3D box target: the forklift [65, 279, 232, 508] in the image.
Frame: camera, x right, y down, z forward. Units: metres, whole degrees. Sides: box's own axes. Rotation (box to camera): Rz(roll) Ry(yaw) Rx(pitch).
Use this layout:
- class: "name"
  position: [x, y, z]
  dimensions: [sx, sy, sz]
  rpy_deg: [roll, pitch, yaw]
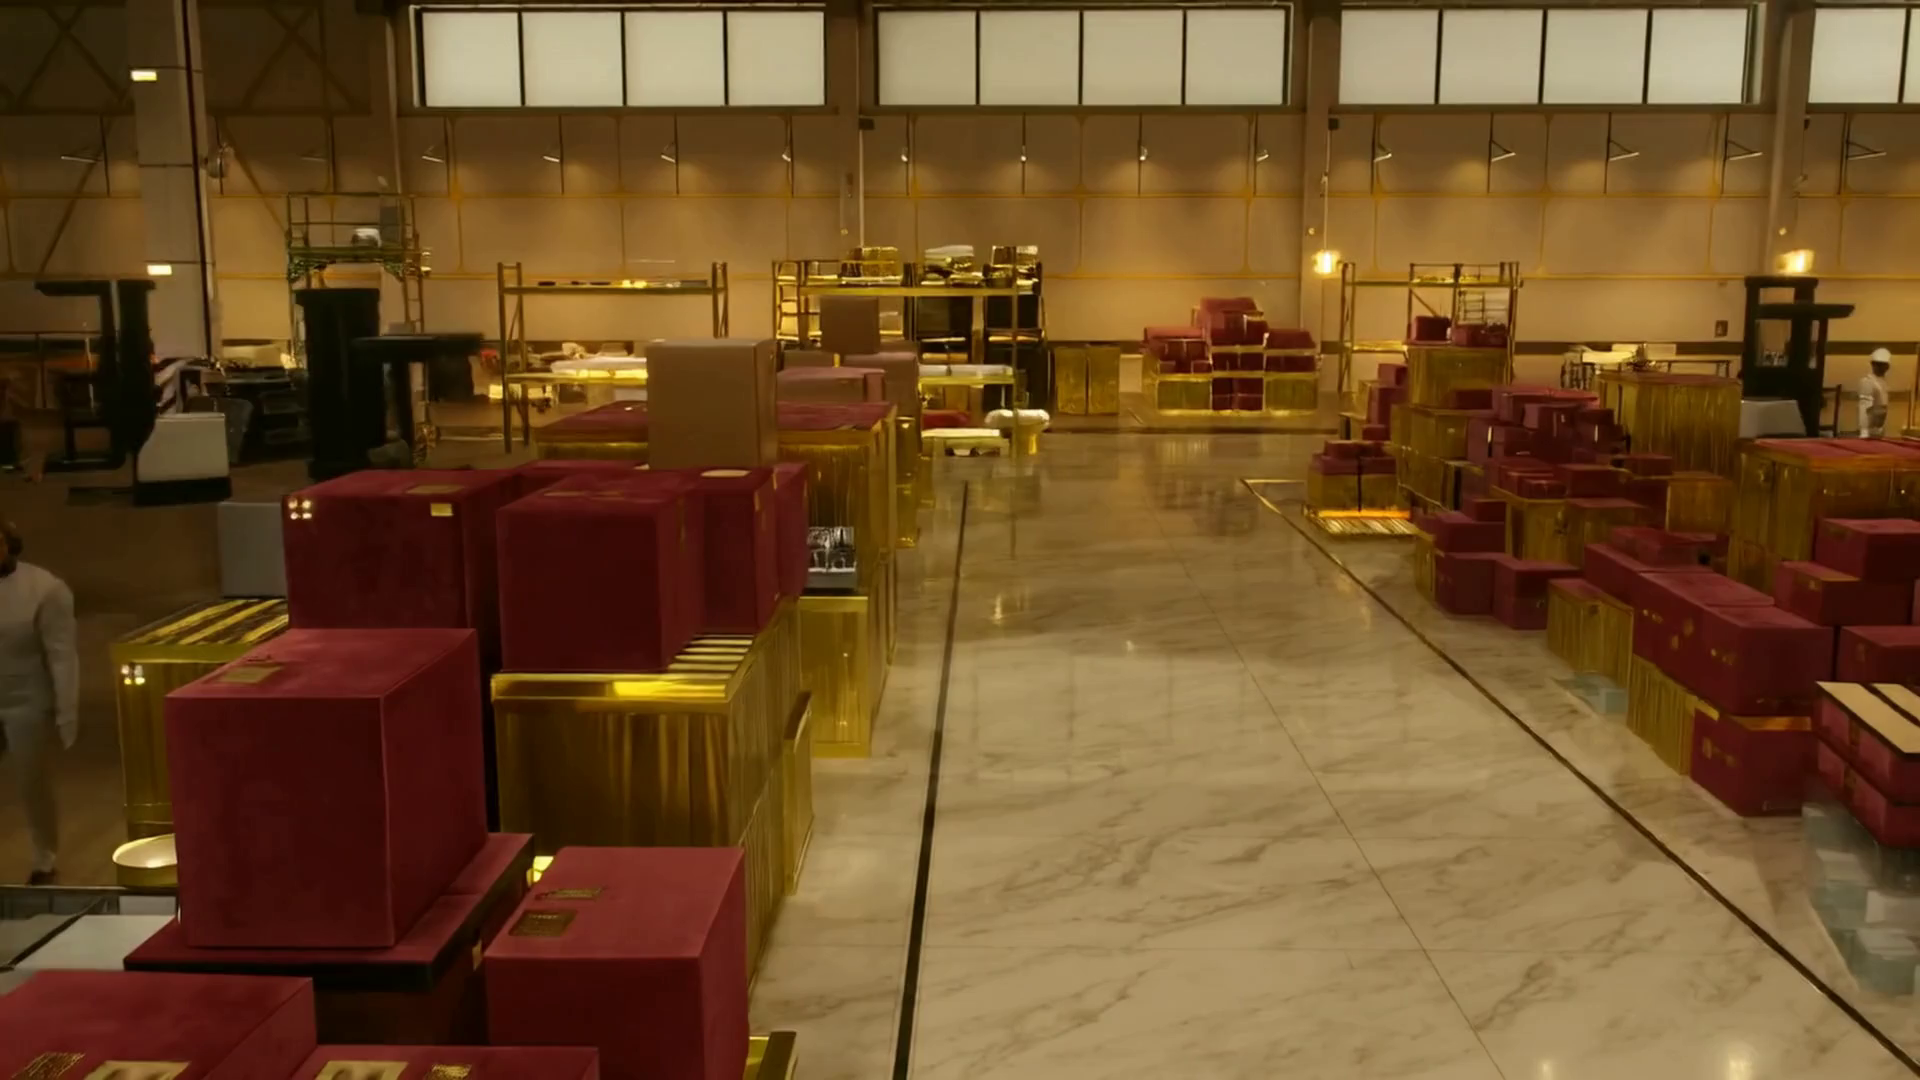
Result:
- class: "forklift"
  position: [-10.307, -1.890, 20.959]
  dimensions: [1.873, 2.768, 1.129]
  rpy_deg: [-4, 10, -25]

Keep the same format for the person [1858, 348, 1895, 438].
- class: "person"
  position: [11.826, -1.511, 21.504]
  dimensions: [0.551, 1.936, 0.356]
  rpy_deg: [-7, 12, -37]

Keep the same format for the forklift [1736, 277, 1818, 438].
- class: "forklift"
  position: [11.689, -2.387, 23.934]
  dimensions: [1.873, 2.768, 1.129]
  rpy_deg: [-6, 11, -31]

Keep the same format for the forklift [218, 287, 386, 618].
- class: "forklift"
  position: [-5.119, -0.712, 13.902]
  dimensions: [1.873, 2.768, 1.129]
  rpy_deg: [0, 9, 1]

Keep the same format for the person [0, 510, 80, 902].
- class: "person"
  position: [-4.414, 0.813, 7.648]
  dimensions: [0.658, 1.910, 0.819]
  rpy_deg: [-1, 10, -9]
